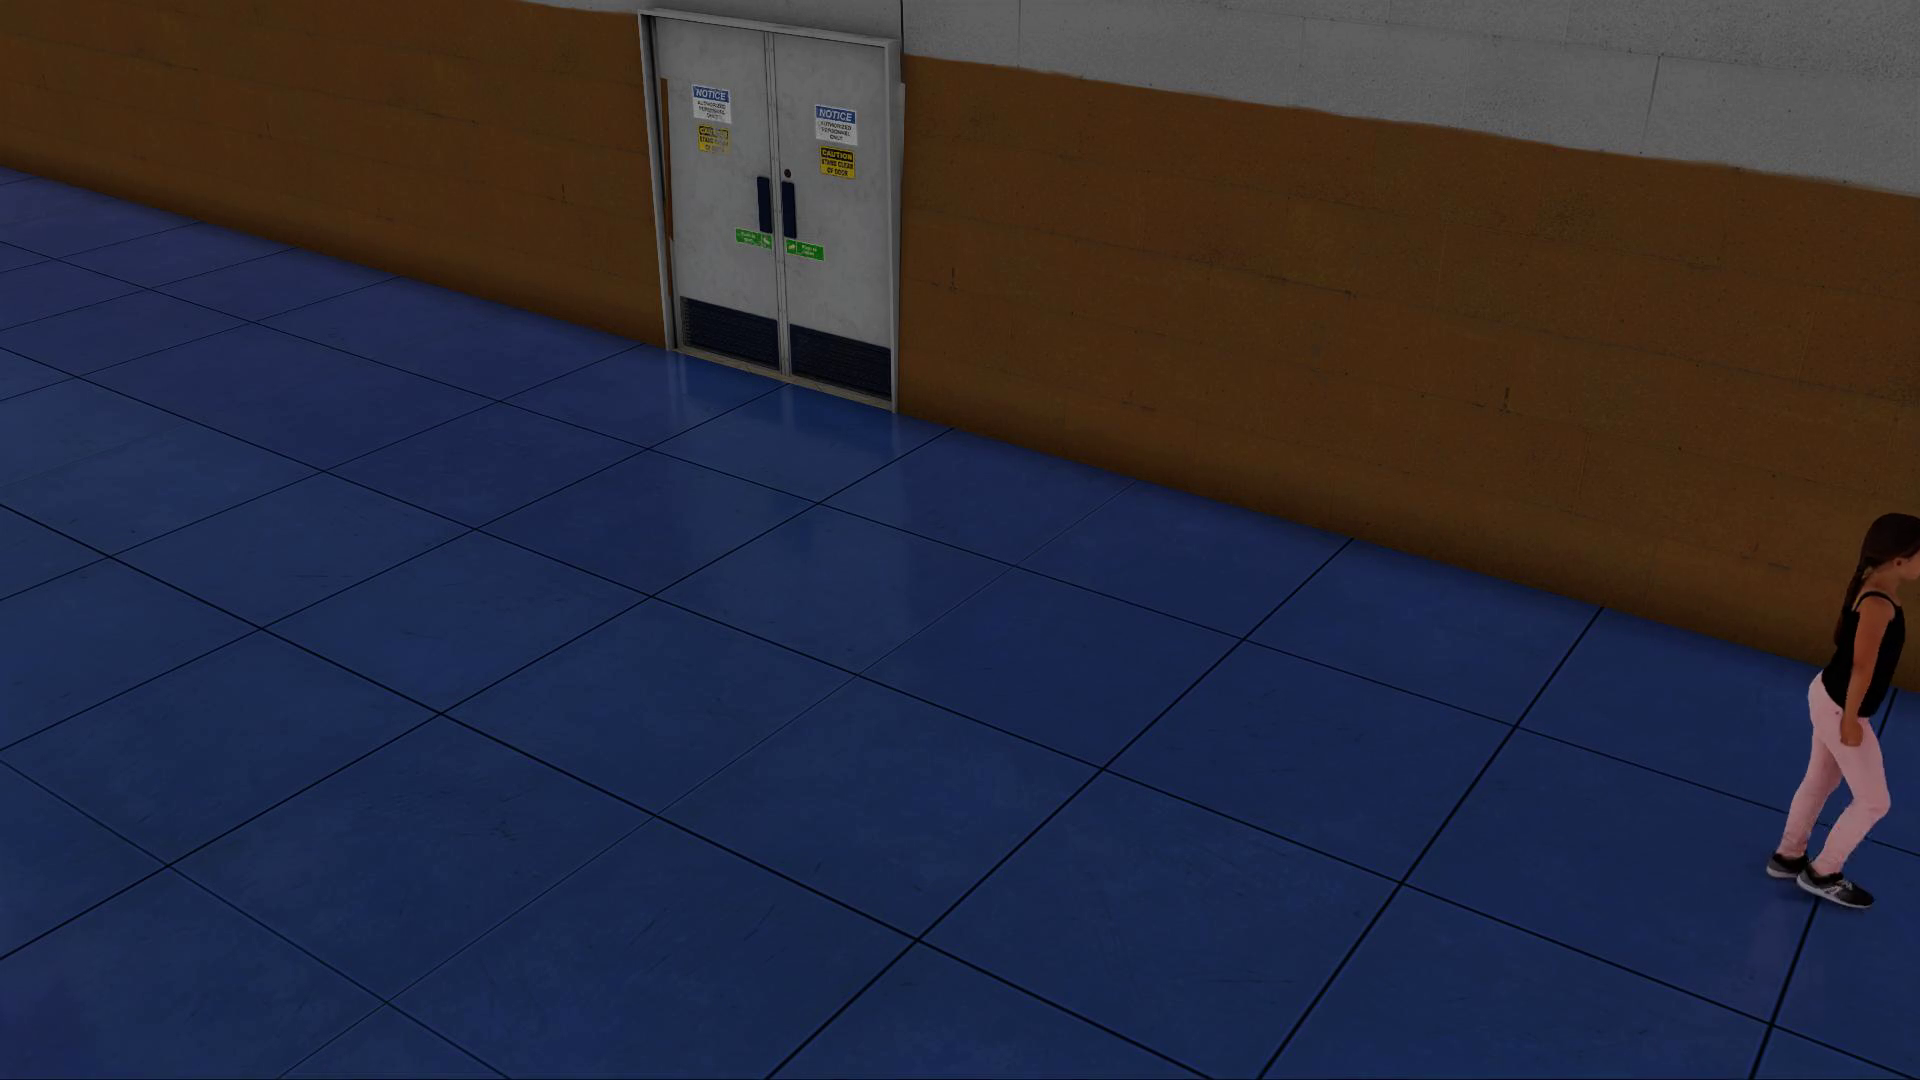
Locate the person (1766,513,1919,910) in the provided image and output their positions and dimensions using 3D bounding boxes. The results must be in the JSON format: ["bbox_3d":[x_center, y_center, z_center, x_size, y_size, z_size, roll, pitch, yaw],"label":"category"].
[{"bbox_3d":[3.182,0.612,6.080,0.682,1.558,0.606,9,28,18],"label":"person"}]
